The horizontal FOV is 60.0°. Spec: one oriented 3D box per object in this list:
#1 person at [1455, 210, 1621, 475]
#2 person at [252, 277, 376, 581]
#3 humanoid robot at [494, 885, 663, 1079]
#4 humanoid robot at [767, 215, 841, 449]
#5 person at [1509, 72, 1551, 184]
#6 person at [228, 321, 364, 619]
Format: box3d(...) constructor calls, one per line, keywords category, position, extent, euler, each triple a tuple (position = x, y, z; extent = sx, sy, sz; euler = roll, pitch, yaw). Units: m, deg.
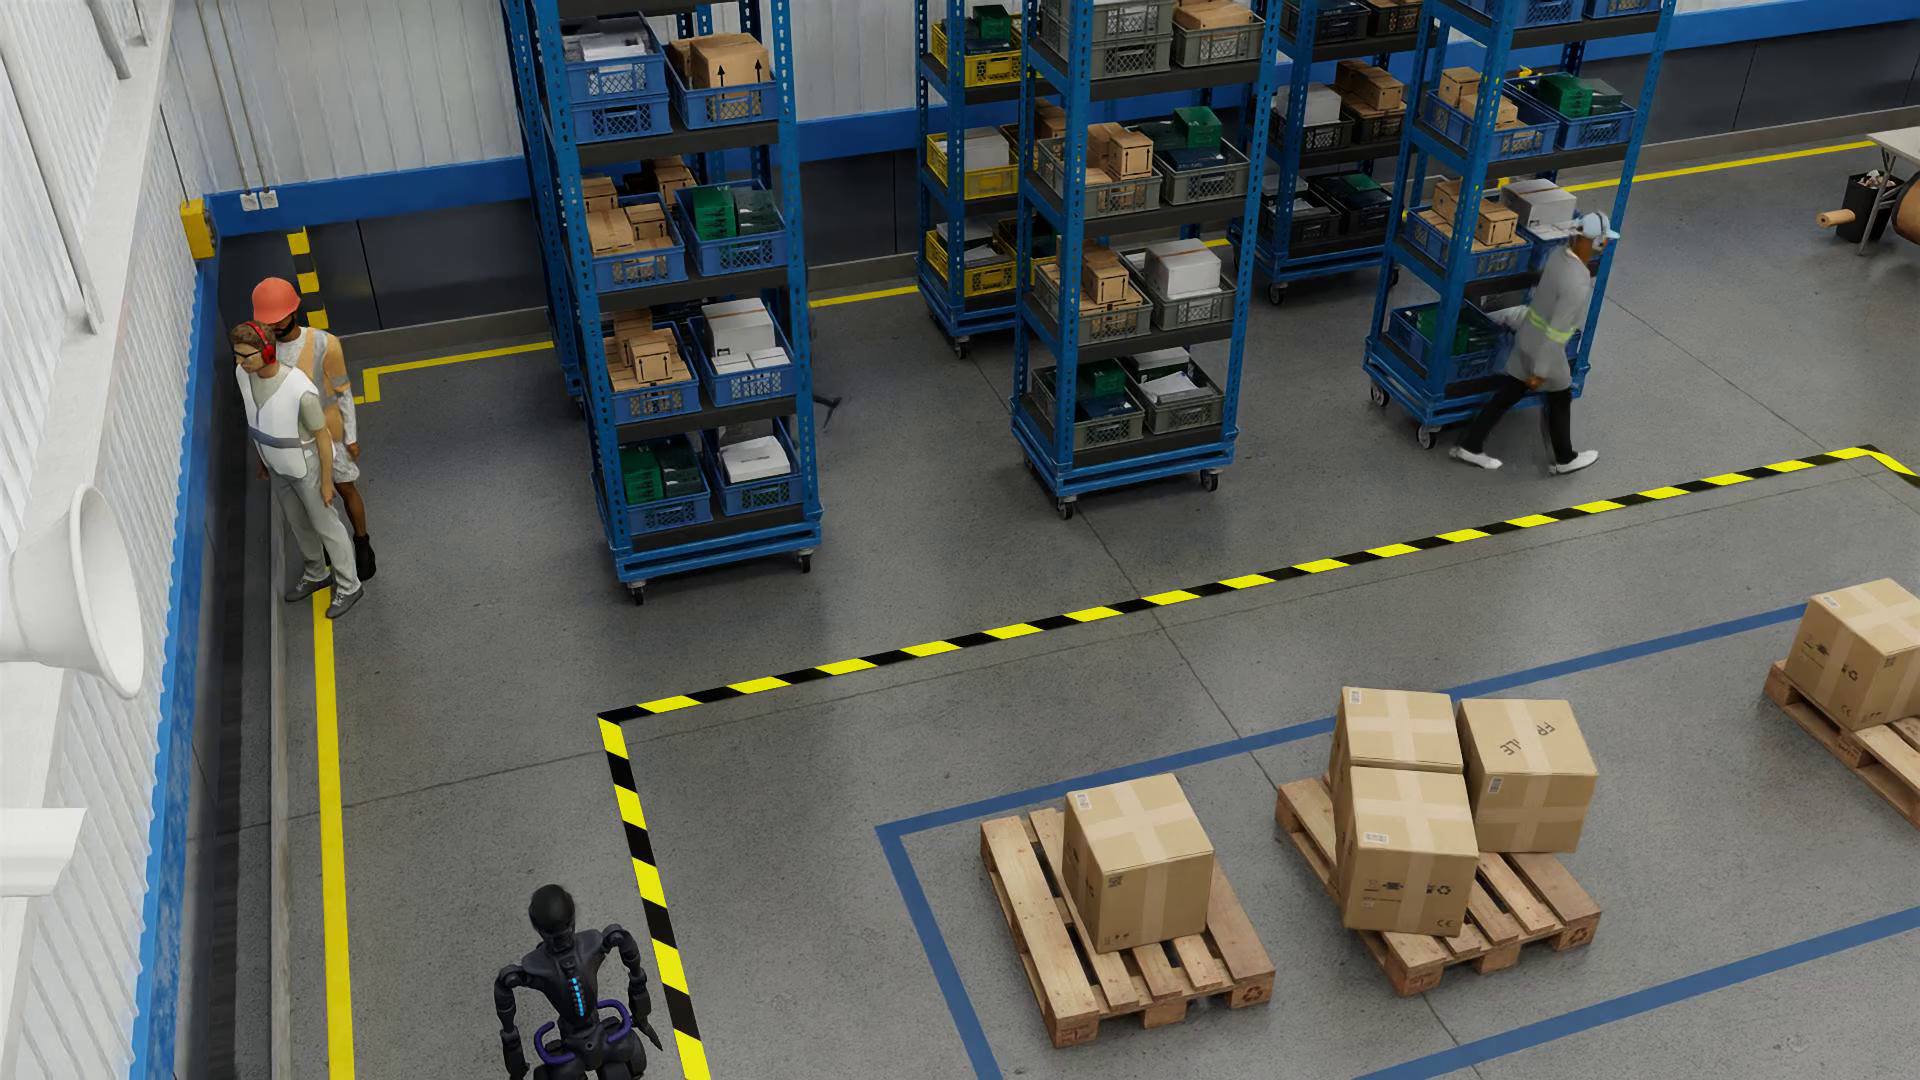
box3d(category="person", position=(3.709, -1.204, 10.431), extent=(0.964, 1.797, 0.613), euler=(0, 35, 0))
box3d(category="person", position=(-3.700, -0.609, 9.472), extent=(0.542, 1.938, 0.354), euler=(-3, 35, -4))
box3d(category="humanoid robot", position=(-1.394, 1.894, 6.138), extent=(0.599, 1.653, 0.315), euler=(-18, 39, -23))
box3d(category="humanoid robot", position=(-1.051, -1.313, 10.709), extent=(0.576, 1.639, 0.592), euler=(-7, 36, -10))
box3d(category="person", position=(4.130, -2.541, 12.275), extent=(0.329, 1.865, 0.506), euler=(4, 35, 6))
box3d(category="person", position=(-3.687, -0.408, 9.266), extent=(0.568, 1.842, 0.373), euler=(19, 39, 24))
